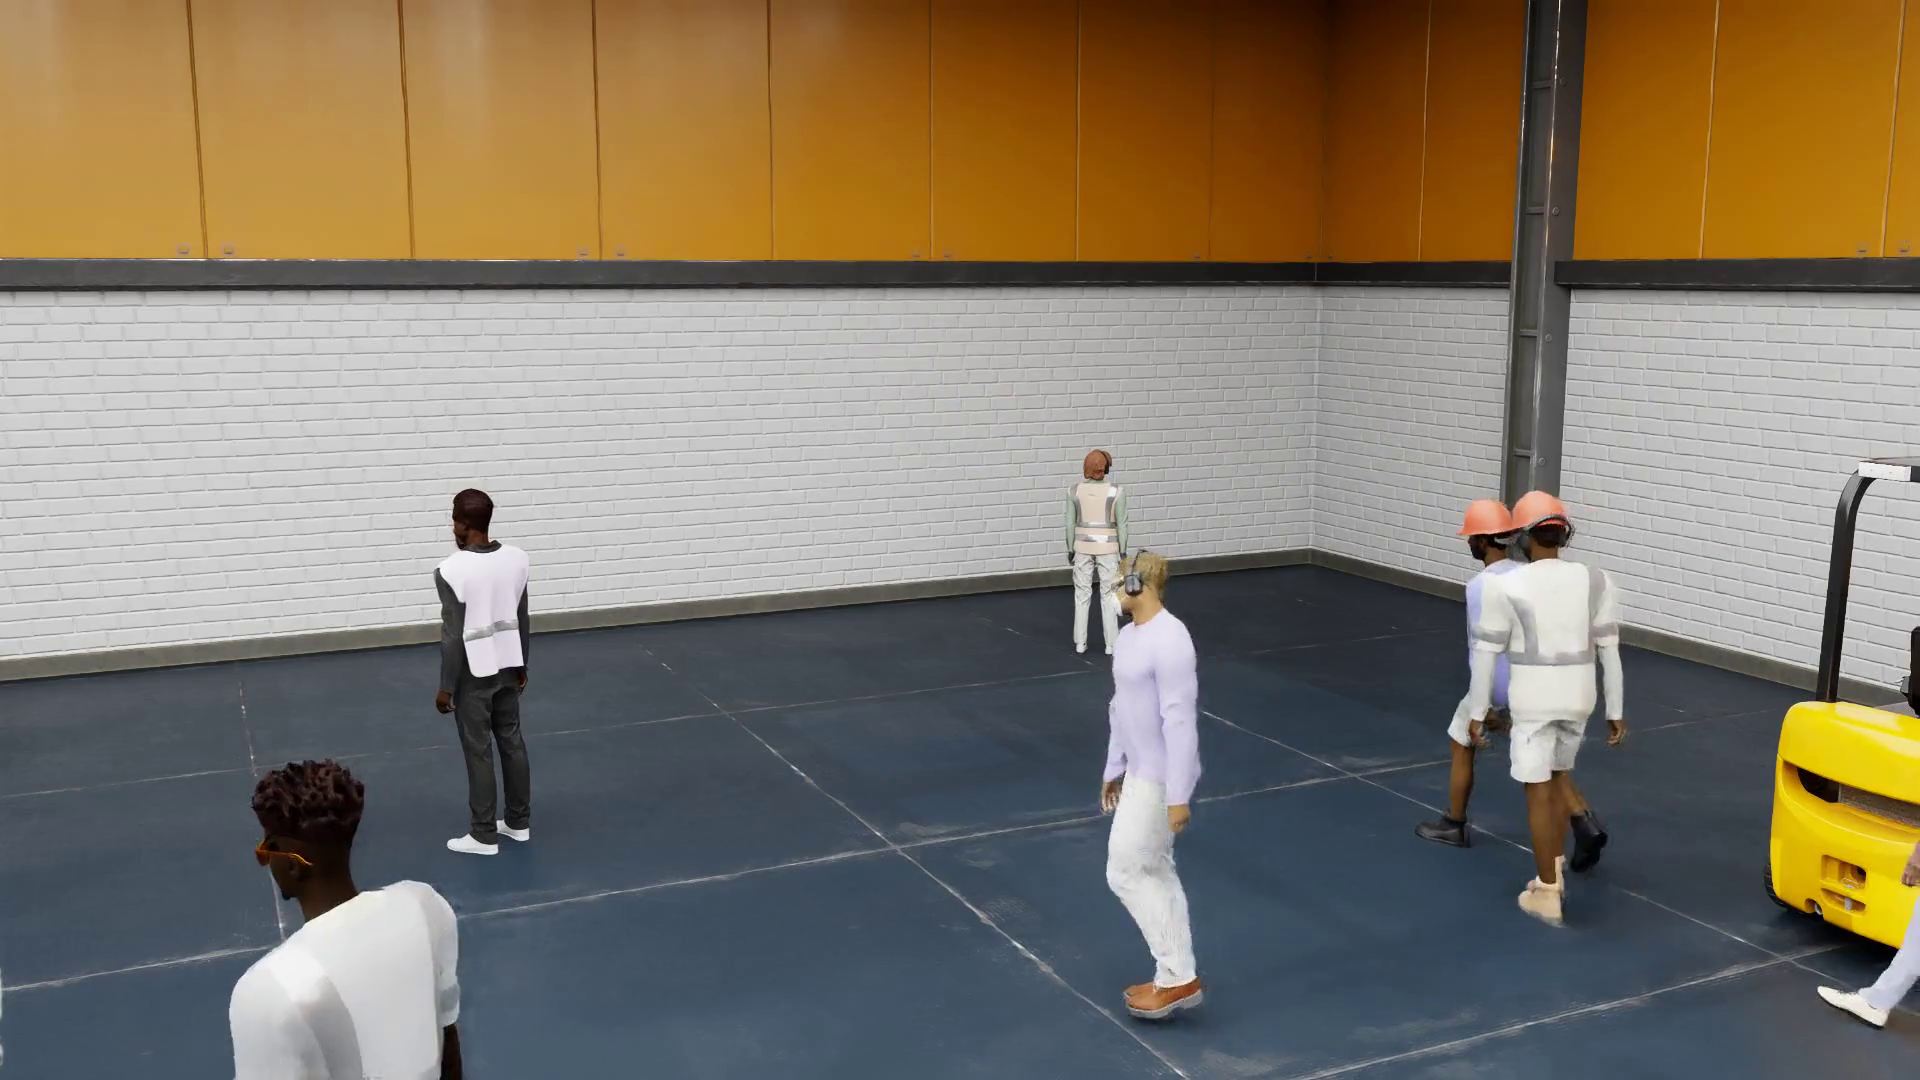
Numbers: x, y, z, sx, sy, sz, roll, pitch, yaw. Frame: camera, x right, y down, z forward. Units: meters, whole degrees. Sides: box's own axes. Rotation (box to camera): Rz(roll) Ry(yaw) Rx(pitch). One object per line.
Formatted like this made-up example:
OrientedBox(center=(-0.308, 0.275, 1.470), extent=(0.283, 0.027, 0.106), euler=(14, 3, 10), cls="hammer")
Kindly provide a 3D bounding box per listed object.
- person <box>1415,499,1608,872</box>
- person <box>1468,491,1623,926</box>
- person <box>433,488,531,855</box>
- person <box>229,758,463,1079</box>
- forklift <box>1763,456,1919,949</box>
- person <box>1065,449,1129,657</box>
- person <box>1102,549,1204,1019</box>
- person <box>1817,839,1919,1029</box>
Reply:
OrientedBox(center=(2.838, 0.735, 8.507), extent=(0.560, 1.893, 0.985), euler=(-7, 11, -36), cls="person")
OrientedBox(center=(2.754, 0.782, 7.840), extent=(0.688, 2.001, 0.607), euler=(-1, 9, -6), cls="person")
OrientedBox(center=(-2.479, 0.686, 8.700), extent=(0.377, 1.915, 0.600), euler=(5, 11, 30), cls="person")
OrientedBox(center=(-1.417, 1.447, 3.828), extent=(0.423, 1.953, 0.618), euler=(4, 10, 22), cls="person")
OrientedBox(center=(4.857, 0.731, 7.561), extent=(2.313, 2.155, 1.214), euler=(-4, 10, -25), cls="forklift")
OrientedBox(center=(1.082, 0.105, 13.154), extent=(0.512, 1.642, 0.312), euler=(3, 10, 21), cls="person")
OrientedBox(center=(0.788, 0.998, 6.844), extent=(0.434, 1.893, 0.731), euler=(-1, 9, -5), cls="person")
OrientedBox(center=(3.826, 1.165, 6.336), extent=(0.910, 1.717, 0.531), euler=(8, 12, 39), cls="person")
